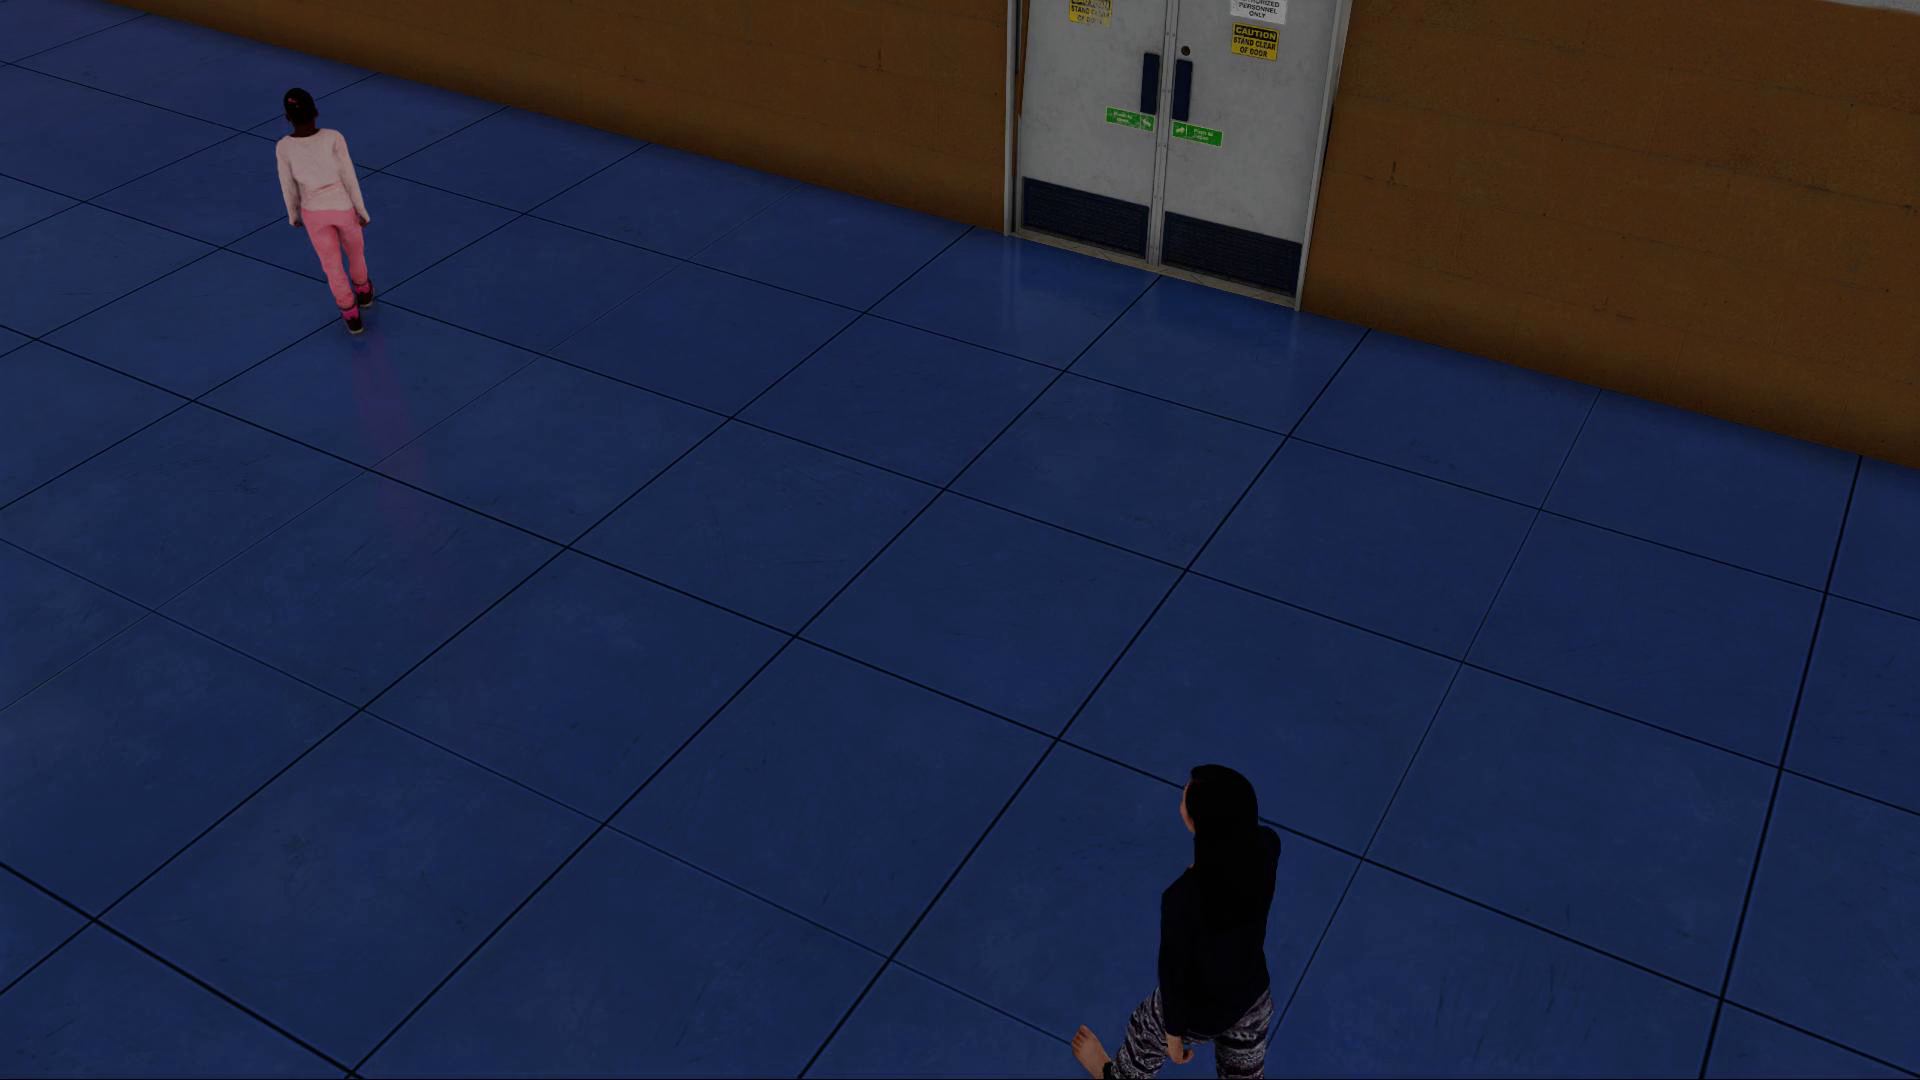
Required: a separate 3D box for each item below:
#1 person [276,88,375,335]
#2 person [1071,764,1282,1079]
[{"bbox_3d":[-3.534,-1.827,9.332,0.841,1.433,0.882,-13,39,-17],"label":"person"},{"bbox_3d":[0.804,1.373,4.863,1.113,1.680,0.992,-22,42,-27],"label":"person"}]
